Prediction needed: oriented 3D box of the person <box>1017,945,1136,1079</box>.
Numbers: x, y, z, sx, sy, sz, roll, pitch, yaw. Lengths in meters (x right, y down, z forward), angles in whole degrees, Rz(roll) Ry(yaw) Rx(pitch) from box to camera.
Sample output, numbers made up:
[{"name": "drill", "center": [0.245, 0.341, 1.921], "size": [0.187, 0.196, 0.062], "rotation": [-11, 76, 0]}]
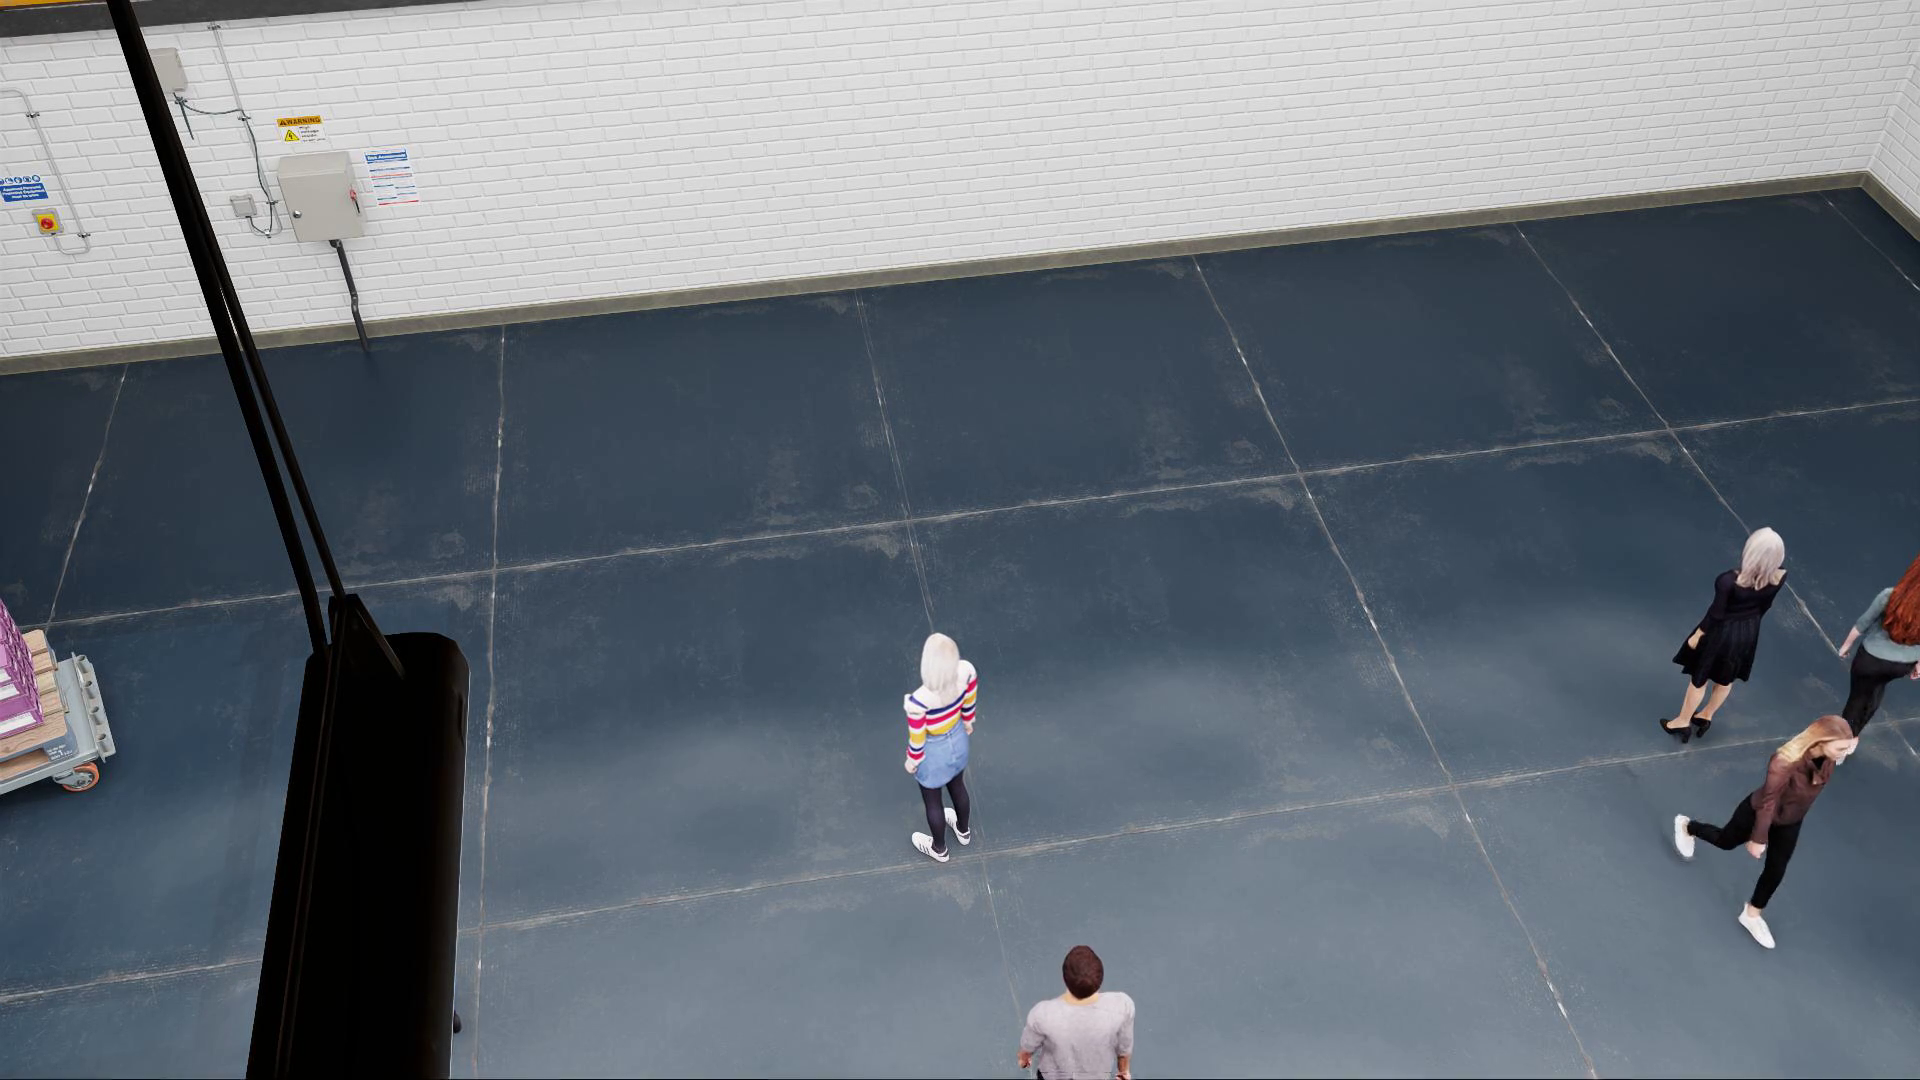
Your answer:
[{"name": "person", "center": [0.571, 2.605, 7.952], "size": [0.676, 1.827, 0.819], "rotation": [-6, 44, -7]}]

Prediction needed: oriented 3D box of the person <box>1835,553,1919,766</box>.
[{"name": "person", "center": [5.544, 0.775, 9.942], "size": [0.696, 1.731, 0.718], "rotation": [9, 44, 9]}]

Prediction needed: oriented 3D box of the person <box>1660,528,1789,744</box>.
[{"name": "person", "center": [4.661, 0.587, 10.128], "size": [0.583, 1.747, 0.544], "rotation": [-7, 44, -7]}]

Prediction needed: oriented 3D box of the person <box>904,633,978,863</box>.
[{"name": "person", "center": [-0.106, 1.179, 9.462], "size": [0.718, 1.808, 0.704], "rotation": [-31, 52, -29]}]

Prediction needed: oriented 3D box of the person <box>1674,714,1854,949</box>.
[{"name": "person", "center": [4.444, 1.471, 9.257], "size": [0.683, 1.668, 1.122], "rotation": [-11, 45, -11]}]
